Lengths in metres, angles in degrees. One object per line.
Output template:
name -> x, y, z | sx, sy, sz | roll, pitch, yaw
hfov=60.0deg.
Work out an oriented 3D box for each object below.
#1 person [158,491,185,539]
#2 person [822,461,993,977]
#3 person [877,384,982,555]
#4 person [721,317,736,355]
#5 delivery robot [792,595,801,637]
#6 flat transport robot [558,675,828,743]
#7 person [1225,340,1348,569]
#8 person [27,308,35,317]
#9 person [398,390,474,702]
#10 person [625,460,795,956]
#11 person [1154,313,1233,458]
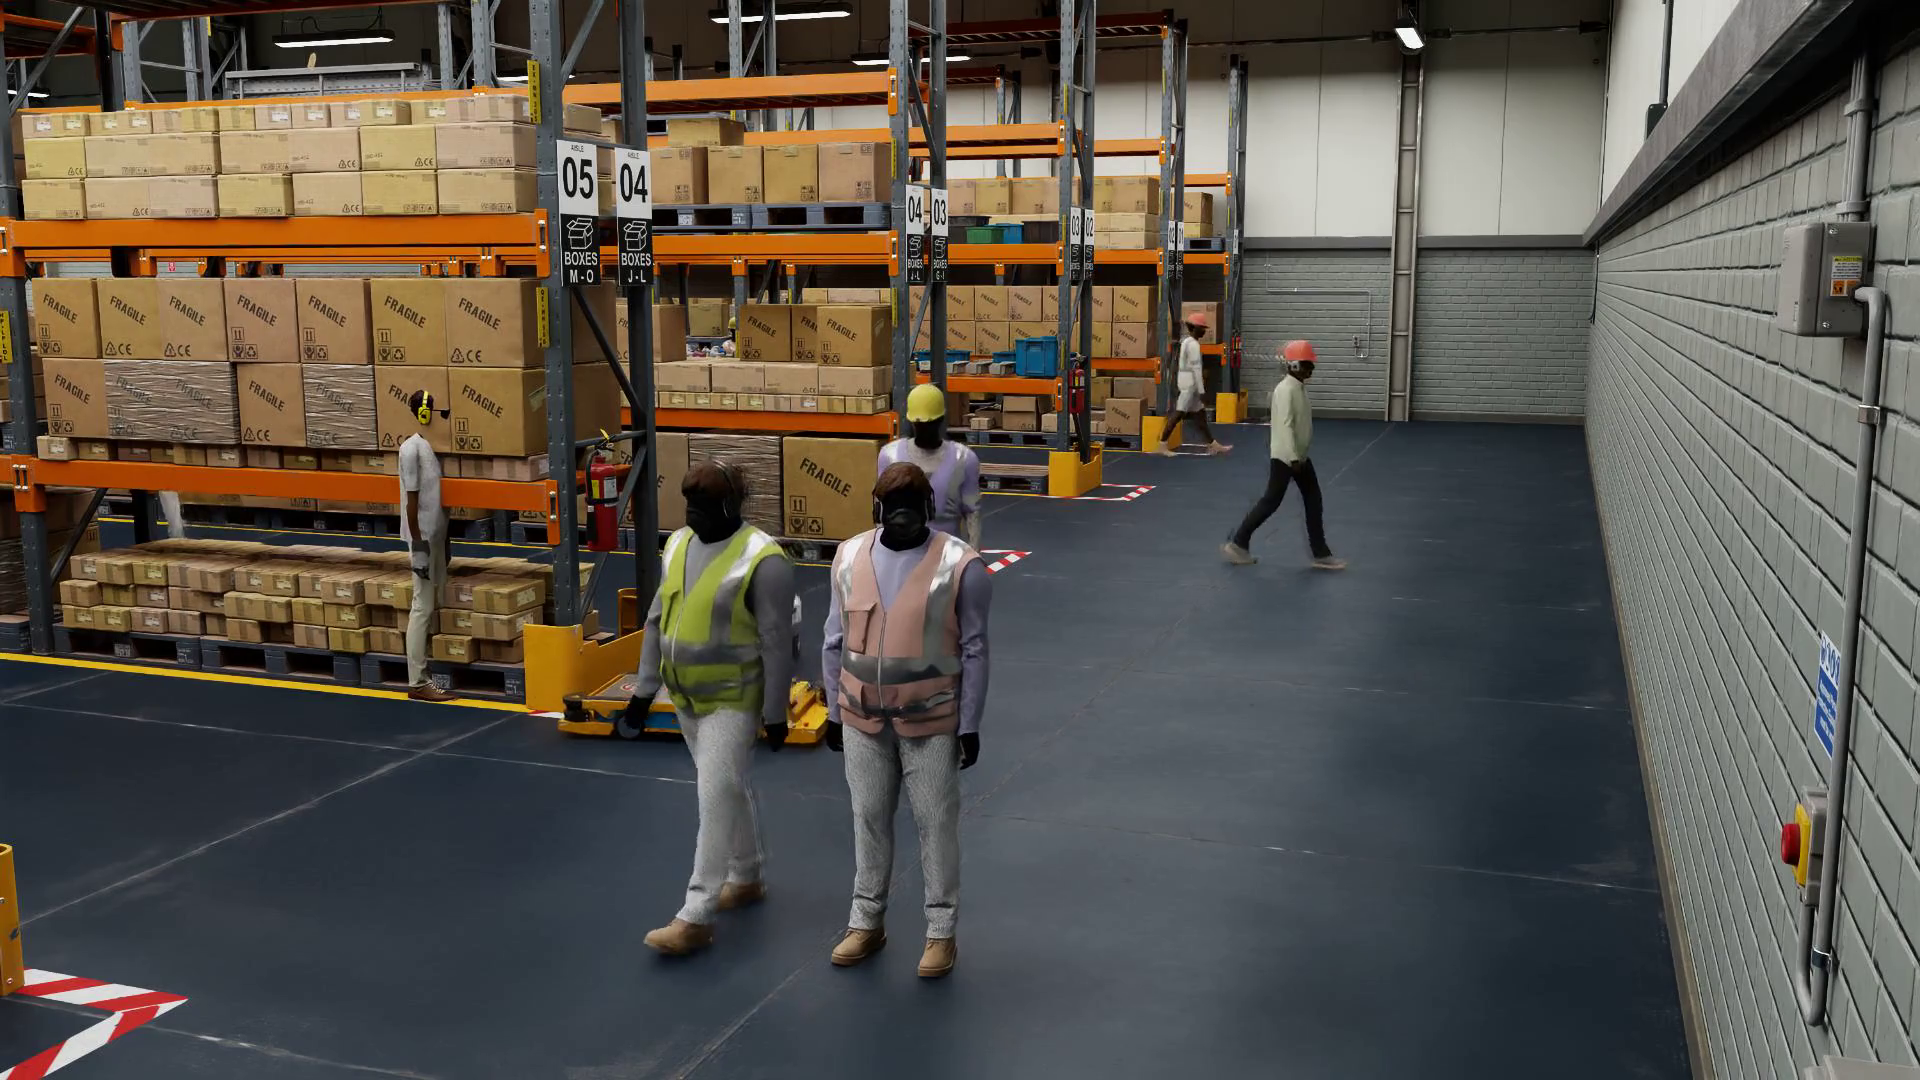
person -> -7.141, -0.797, 14.849 | 0.586, 1.861, 0.610 | 4, 10, 22
person -> -0.212, 0.637, 5.965 | 0.632, 1.844, 0.429 | 3, 10, 19
person -> -0.162, 0.039, 9.518 | 0.612, 1.904, 0.725 | 2, 9, 10
person -> -3.082, -2.135, 23.042 | 0.387, 1.921, 0.586 | 4, 10, 23
delivery robot -> -1.265, 0.503, 10.514 | 0.477, 0.478, 0.707 | 2, 9, 15
flat transport robot -> -1.409, 0.910, 9.149 | 1.431, 0.197, 0.652 | 1, 9, 8
person -> 2.770, -0.725, 14.153 | 1.012, 1.953, 0.612 | 6, 11, 32
person -> -16.311, -3.137, 29.389 | 0.645, 1.893, 0.427 | -9, 12, -43
person -> -3.102, 0.023, 9.770 | 0.333, 1.855, 0.510 | 0, 9, 2
person -> -0.972, 0.605, 6.297 | 0.632, 1.830, 0.648 | 8, 12, 42
person -> 3.160, -2.091, 22.608 | 1.111, 1.972, 0.645 | 0, 9, -2
